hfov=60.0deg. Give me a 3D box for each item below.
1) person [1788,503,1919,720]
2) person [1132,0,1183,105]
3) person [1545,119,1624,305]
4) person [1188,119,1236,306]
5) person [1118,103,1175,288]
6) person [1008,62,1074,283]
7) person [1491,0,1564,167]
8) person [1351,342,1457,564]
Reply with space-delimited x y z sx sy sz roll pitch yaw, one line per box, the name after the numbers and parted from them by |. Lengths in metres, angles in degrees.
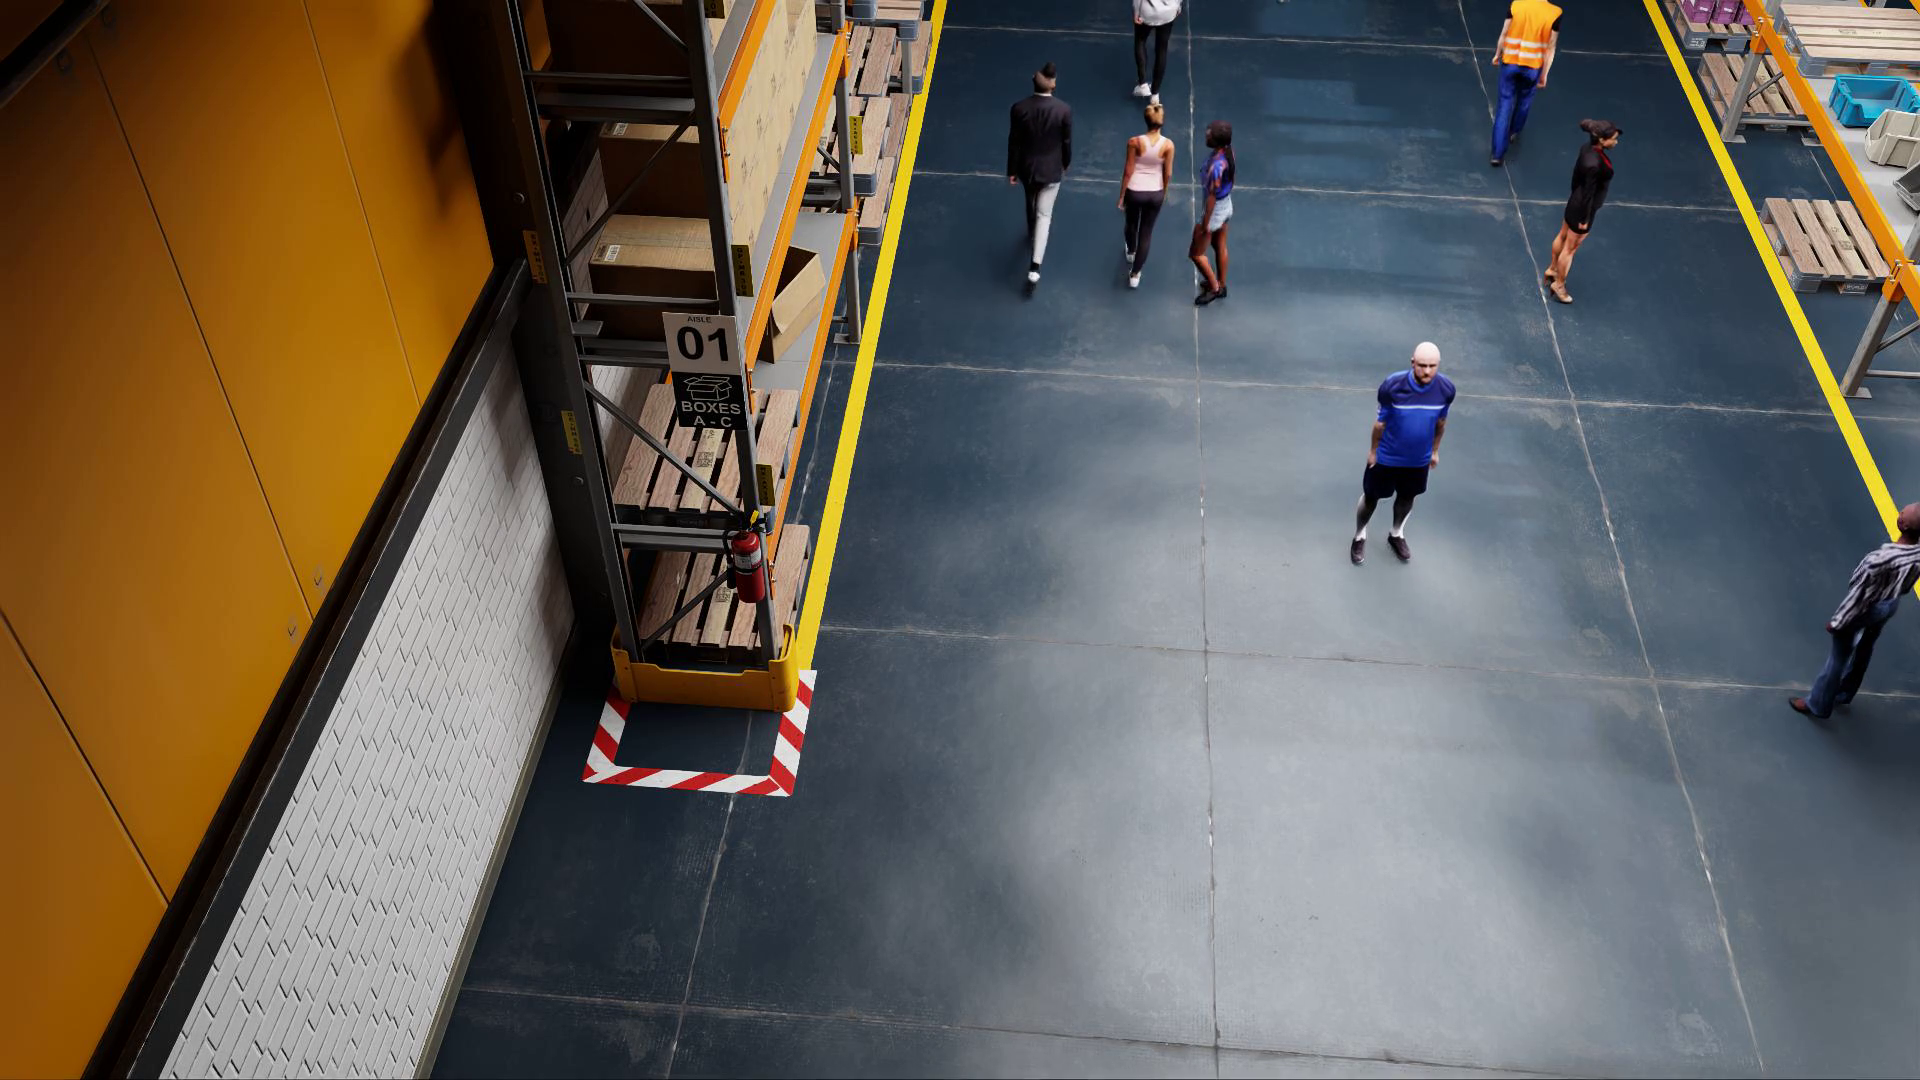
5.693 0.455 10.425 0.698 1.796 0.697 -18 47 -18 | person
1.953 -5.119 16.190 0.730 1.914 0.725 -4 44 -4 | person
5.187 -2.755 13.907 0.622 1.640 0.509 5 44 5 | person
2.168 -2.689 13.773 0.863 1.730 0.638 23 48 22 | person
1.556 -2.866 14.024 0.603 1.640 0.861 4 44 4 | person
0.679 -3.082 14.065 0.767 1.897 1.315 6 44 7 | person
5.198 -4.350 15.424 0.797 1.857 1.047 11 45 11 | person
3.062 -0.614 11.514 0.695 1.842 0.608 -2 44 -2 | person
